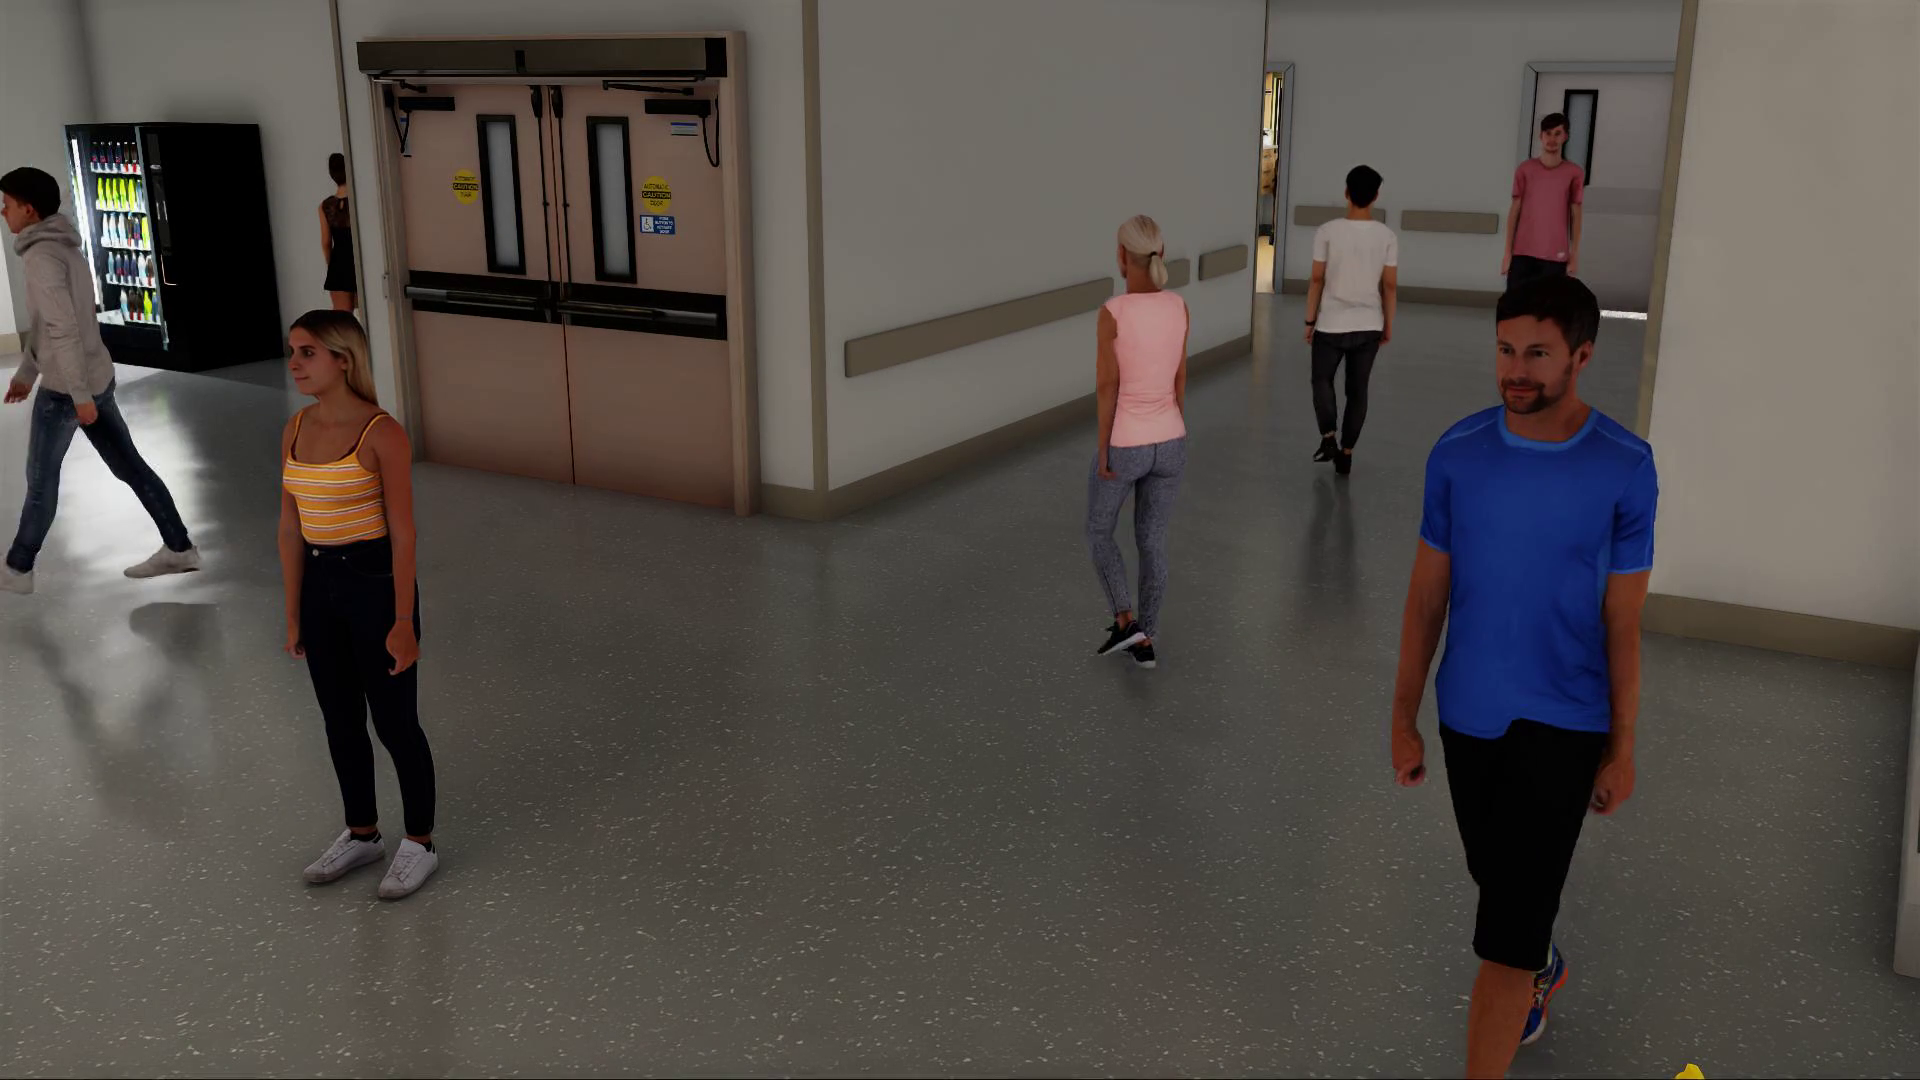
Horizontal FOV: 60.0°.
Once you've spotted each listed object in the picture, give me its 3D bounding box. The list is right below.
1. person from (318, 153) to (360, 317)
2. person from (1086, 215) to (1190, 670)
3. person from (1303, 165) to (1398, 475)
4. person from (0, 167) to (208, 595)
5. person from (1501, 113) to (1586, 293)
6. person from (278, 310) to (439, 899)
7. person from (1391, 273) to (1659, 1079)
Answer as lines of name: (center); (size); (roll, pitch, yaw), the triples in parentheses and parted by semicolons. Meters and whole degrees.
person: (-4.317, -1.891, 11.820); (0.625, 1.674, 0.725); (1, 16, 5)
person: (0.709, -0.323, 6.187); (0.720, 1.712, 0.781); (-5, 16, -16)
person: (2.170, -1.208, 9.265); (0.669, 1.716, 0.804); (2, 16, 6)
person: (-3.703, -0.646, 7.172); (1.254, 1.800, 1.216); (-5, 16, -16)
person: (4.031, -1.955, 11.539); (0.658, 1.950, 0.762); (6, 17, 21)
person: (-1.651, 0.178, 4.568); (0.479, 1.627, 0.661); (6, 17, 21)
person: (1.206, 0.378, 3.510); (1.218, 1.816, 0.819); (12, 20, 37)
